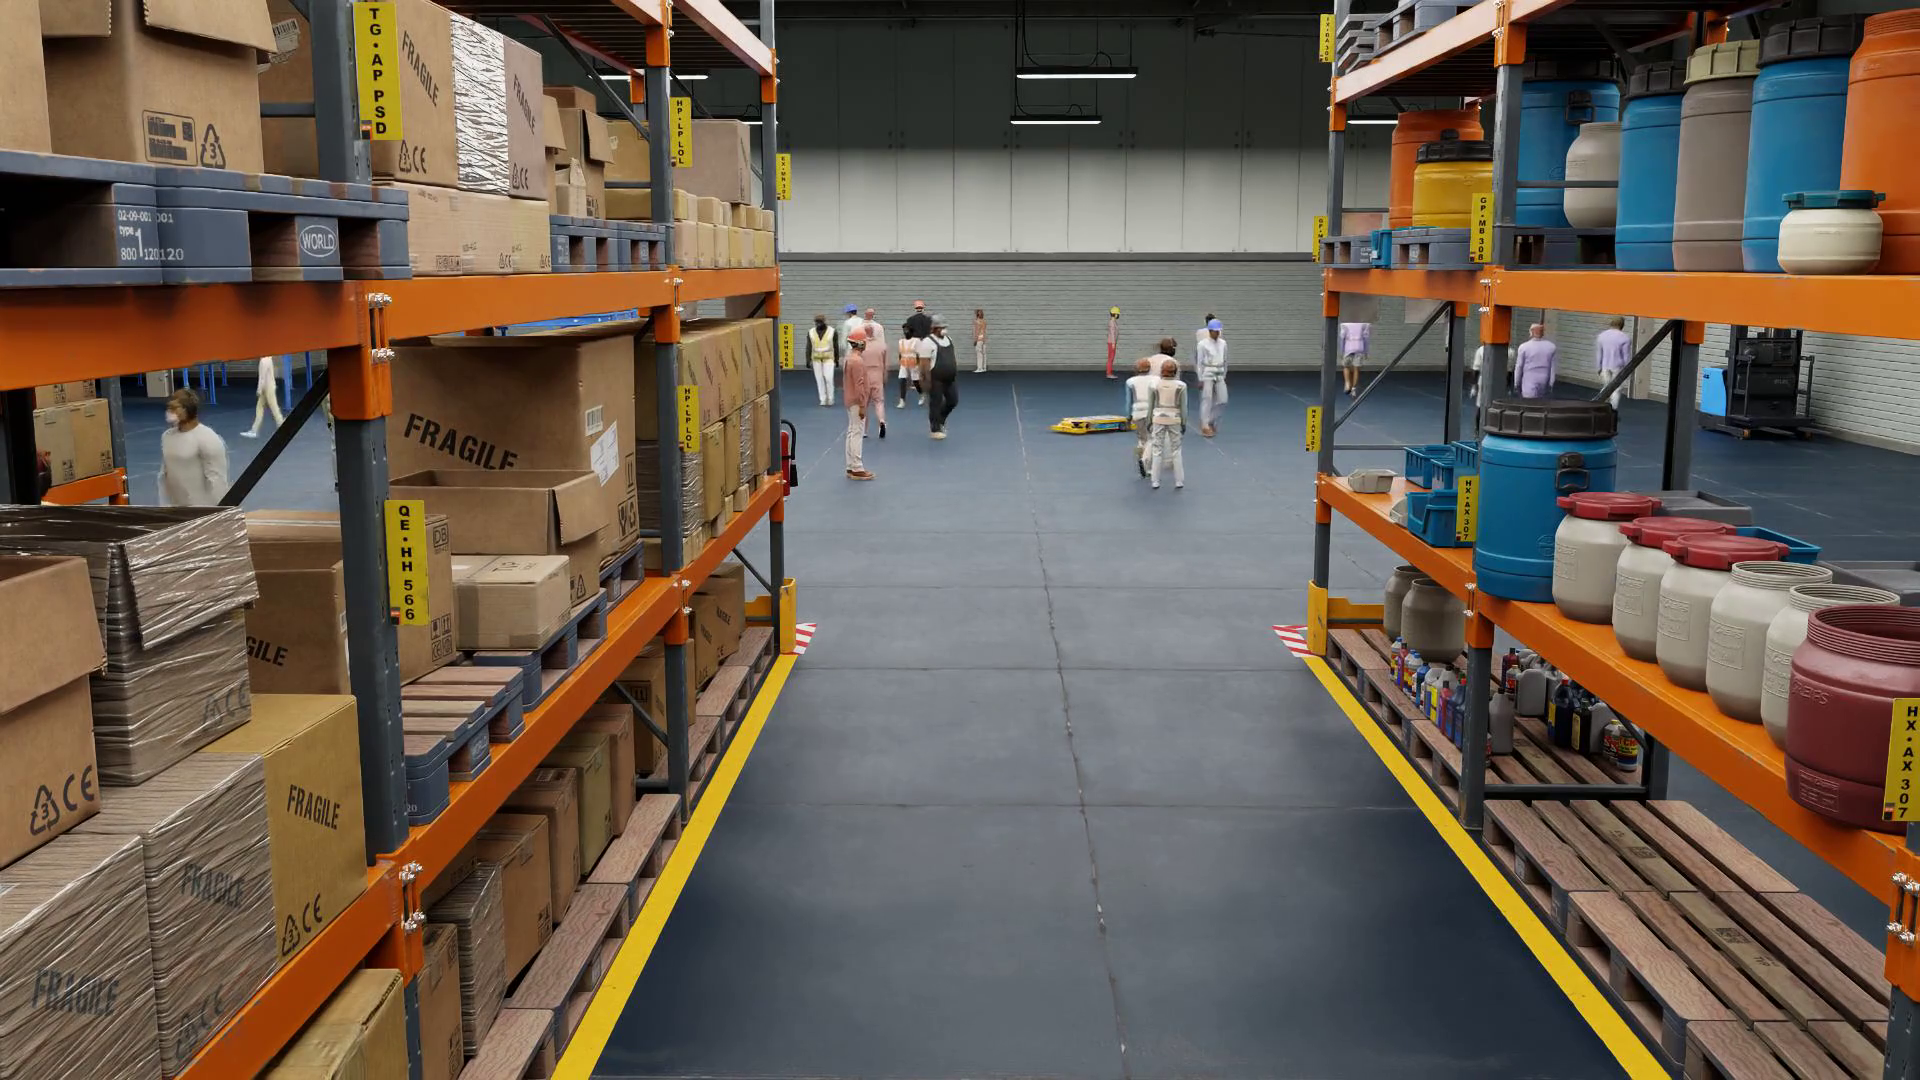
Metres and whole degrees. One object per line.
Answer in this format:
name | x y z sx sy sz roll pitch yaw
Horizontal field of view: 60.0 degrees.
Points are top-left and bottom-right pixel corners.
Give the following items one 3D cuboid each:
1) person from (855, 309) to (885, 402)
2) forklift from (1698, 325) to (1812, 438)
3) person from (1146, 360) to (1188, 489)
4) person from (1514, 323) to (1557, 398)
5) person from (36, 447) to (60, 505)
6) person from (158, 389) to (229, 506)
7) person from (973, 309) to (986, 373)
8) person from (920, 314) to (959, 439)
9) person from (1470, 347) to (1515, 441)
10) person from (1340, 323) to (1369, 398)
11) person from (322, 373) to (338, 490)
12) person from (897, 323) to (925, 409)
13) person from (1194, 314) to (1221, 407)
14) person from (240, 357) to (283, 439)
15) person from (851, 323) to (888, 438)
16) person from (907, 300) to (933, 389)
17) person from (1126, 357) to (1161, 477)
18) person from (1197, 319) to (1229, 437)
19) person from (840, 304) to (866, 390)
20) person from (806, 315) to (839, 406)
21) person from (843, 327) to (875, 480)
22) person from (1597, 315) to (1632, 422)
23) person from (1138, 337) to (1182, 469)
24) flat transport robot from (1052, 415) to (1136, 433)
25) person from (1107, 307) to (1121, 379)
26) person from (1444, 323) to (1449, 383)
person | -1.825 -3.764 33.990 0.639 1.910 0.407 2 10 12
forklift | 13.248 -3.165 27.620 1.129 2.768 1.873 0 9 1
person | 2.615 -1.462 21.038 0.524 1.629 0.325 2 10 9
person | 9.362 -2.583 27.045 0.649 1.873 0.855 -1 10 -7
person | -4.913 0.438 8.891 0.584 1.882 0.337 0 9 -1
person | -5.783 -0.181 12.624 0.629 1.924 0.789 6 11 34
person | 0.517 -5.156 43.122 0.315 1.641 0.515 5 11 28
person | -0.314 -2.647 27.029 0.538 2.000 0.700 8 13 41
person | 8.205 -2.381 25.724 0.646 1.914 1.018 1 10 5
person | 8.381 -4.053 35.388 0.615 2.027 0.449 1 10 6
person | -7.716 -1.542 20.899 0.588 1.835 0.403 3 10 18
person | -0.967 -3.439 32.752 0.537 1.671 0.722 5 11 26
person | 4.982 -3.579 33.112 0.527 1.830 0.885 4 10 24
person | -11.290 -2.416 26.795 0.777 1.597 0.527 -3 10 -19
person | -1.451 -2.584 27.008 0.639 1.882 0.831 -3 10 -15
person | -0.913 -4.439 37.776 0.618 1.990 0.394 -2 10 -14
person | 2.455 -1.625 22.095 0.556 1.606 0.684 3 10 17
person | 4.145 -2.659 27.293 0.639 1.929 0.439 -6 11 -31
person | -2.314 -4.355 37.555 0.775 1.915 0.533 -5 11 -29
person | -2.747 -3.556 33.017 0.646 1.815 0.774 1 10 6
person | -1.344 -1.808 22.023 0.390 1.995 0.625 -3 10 -15
person | 11.747 -3.083 29.865 0.465 1.922 0.644 -7 12 -38
person | 2.813 -1.901 23.077 0.584 1.821 0.640 -7 12 -35
flat transport robot | 2.324 -1.982 28.335 1.431 0.197 0.652 -7 12 -35
person | 3.783 -4.845 40.918 0.336 1.757 0.517 1 10 6
person | 11.653 -4.655 39.399 0.482 1.885 0.724 4 10 22
